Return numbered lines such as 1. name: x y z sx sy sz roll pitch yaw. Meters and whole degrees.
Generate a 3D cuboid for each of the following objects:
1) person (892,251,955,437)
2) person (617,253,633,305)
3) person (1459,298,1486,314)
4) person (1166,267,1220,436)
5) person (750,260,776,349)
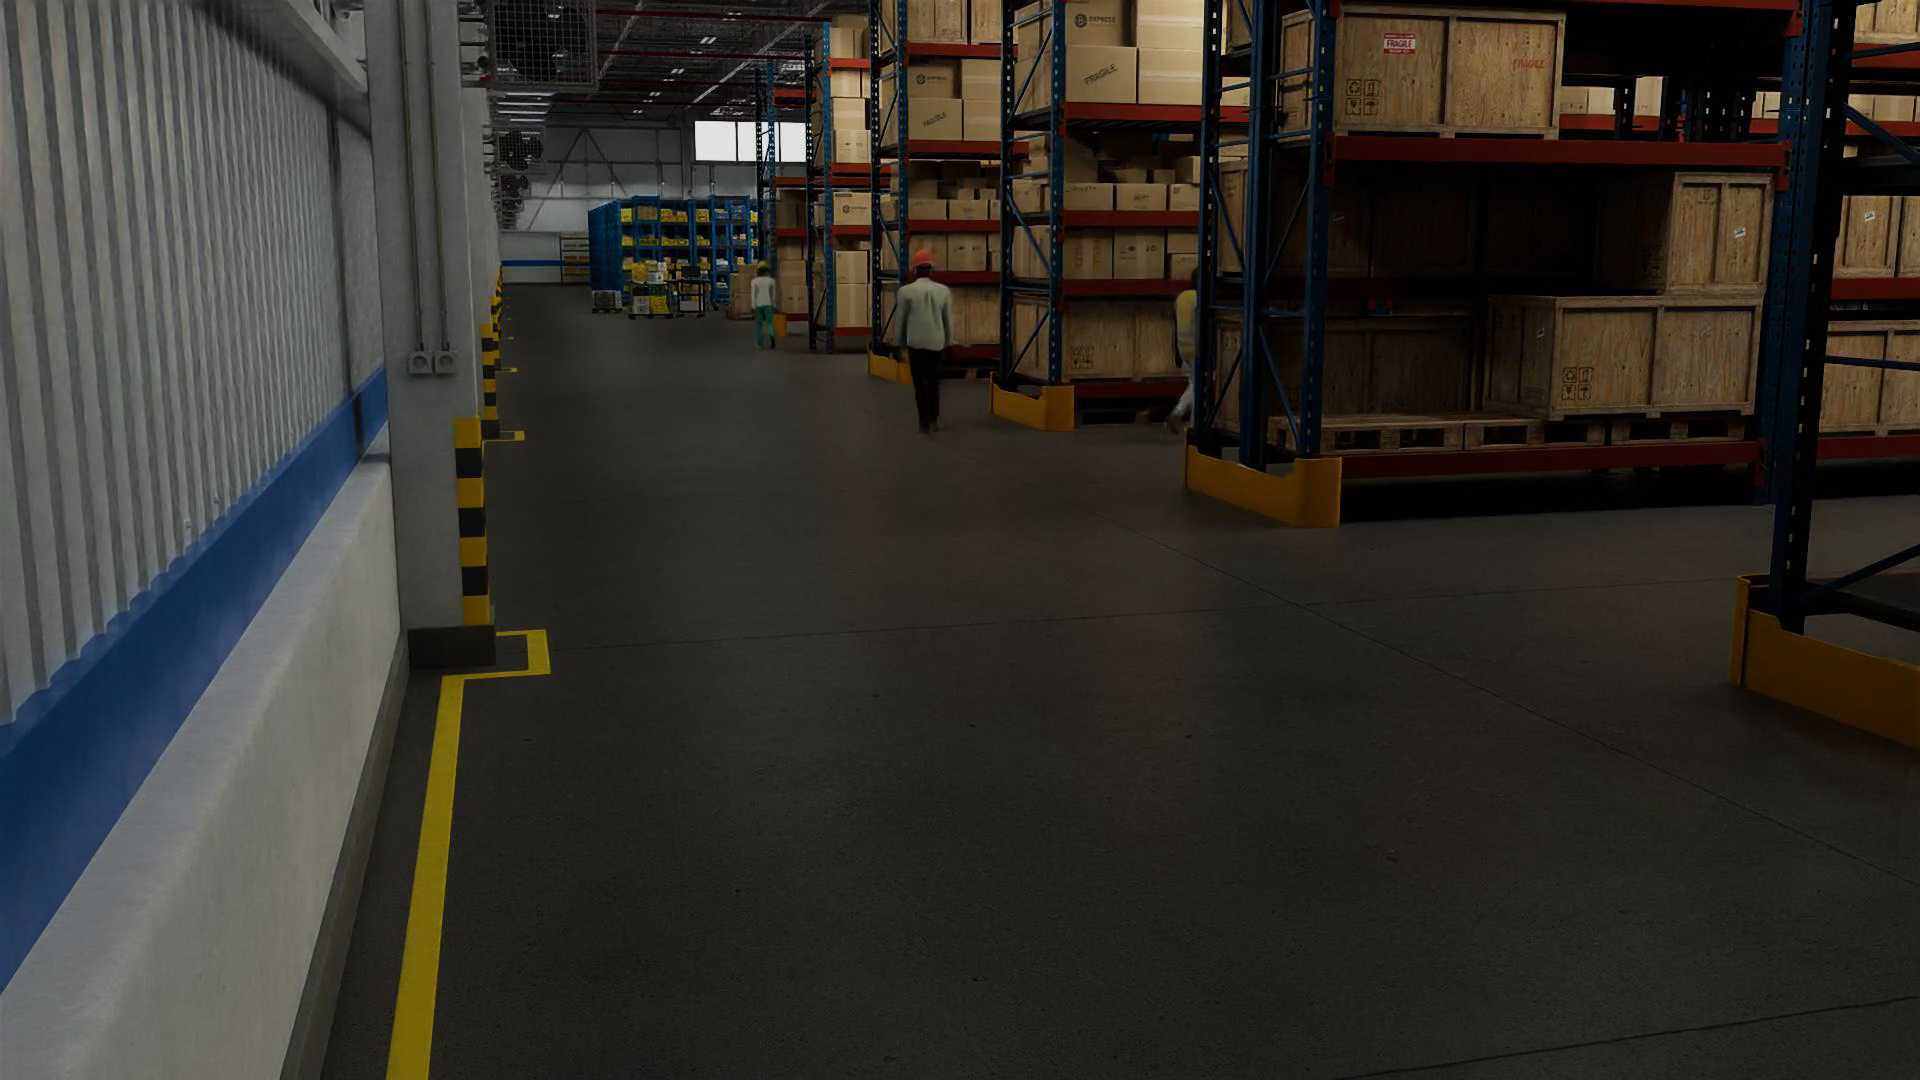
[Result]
1. person: -0.418 -2.103 17.841 0.629 1.968 0.695 -4 11 -24
2. person: -11.586 -9.033 57.569 0.429 1.803 0.741 -5 11 -25
3. person: 4.783 -1.541 15.641 0.505 1.618 0.552 -4 11 -21
4. person: 2.478 -1.930 17.313 0.436 1.829 0.624 -5 11 -25
5. person: -3.848 -4.603 32.608 0.538 1.752 0.559 -4 11 -20
